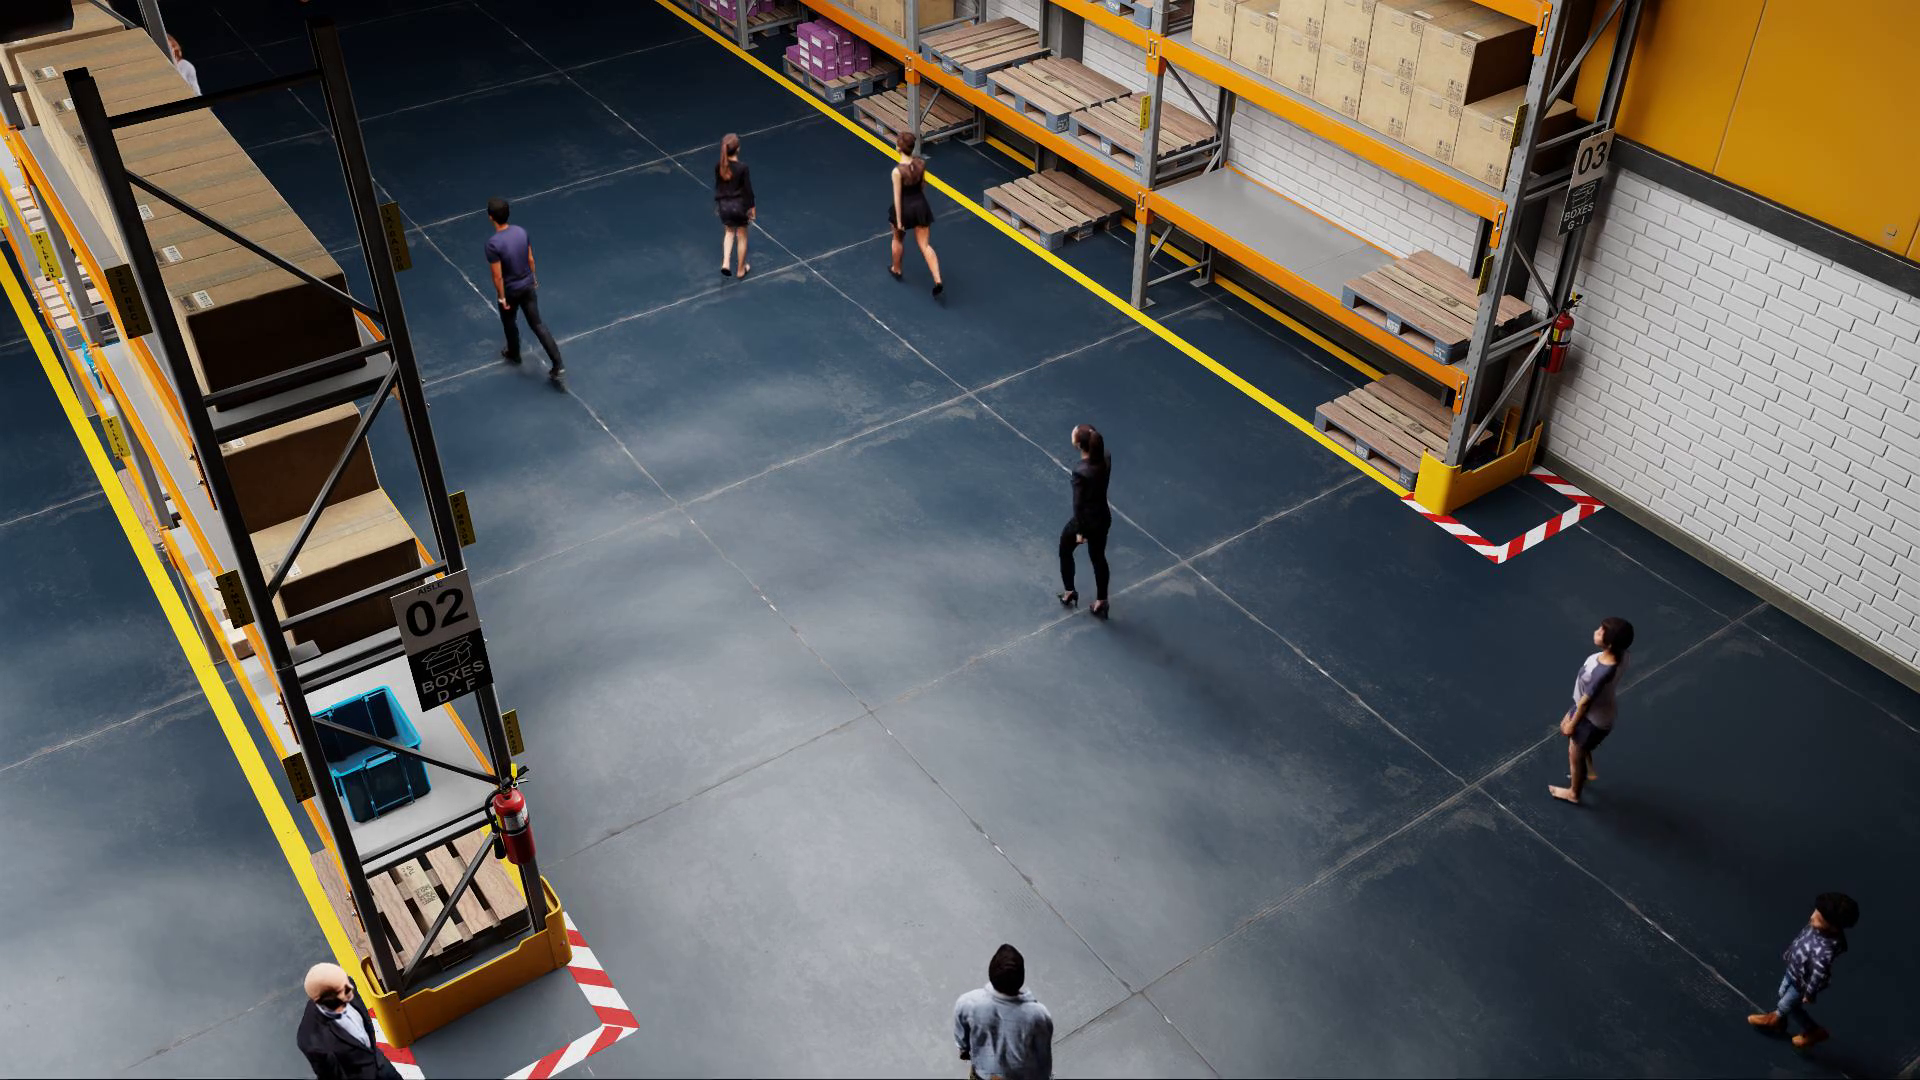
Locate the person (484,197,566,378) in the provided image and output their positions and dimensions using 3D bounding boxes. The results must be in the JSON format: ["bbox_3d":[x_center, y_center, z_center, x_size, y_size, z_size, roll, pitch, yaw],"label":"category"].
[{"bbox_3d":[-3.949,-2.242,15.049,1.201,1.760,0.815,31,48,33],"label":"person"}]

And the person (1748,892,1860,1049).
[{"bbox_3d":[4.928,2.485,9.546,0.743,1.241,0.671,13,41,16],"label":"person"}]

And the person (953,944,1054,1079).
[{"bbox_3d":[0.225,2.832,8.668,0.910,1.794,0.969,9,39,11],"label":"person"}]

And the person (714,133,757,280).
[{"bbox_3d":[-2.271,-3.271,16.510,0.758,1.545,0.810,9,39,11],"label":"person"}]

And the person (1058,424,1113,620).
[{"bbox_3d":[1.046,-0.091,12.417,0.634,1.684,0.729,-30,47,-32],"label":"person"}]

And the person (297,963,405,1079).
[{"bbox_3d":[-3.250,2.823,8.712,1.233,1.753,1.211,4,39,5],"label":"person"}]

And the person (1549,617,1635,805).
[{"bbox_3d":[4.244,1.157,10.958,0.673,1.553,0.648,21,43,24],"label":"person"}]

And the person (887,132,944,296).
[{"bbox_3d":[-0.431,-3.169,16.307,0.568,1.639,1.103,-22,44,-25],"label":"person"}]
